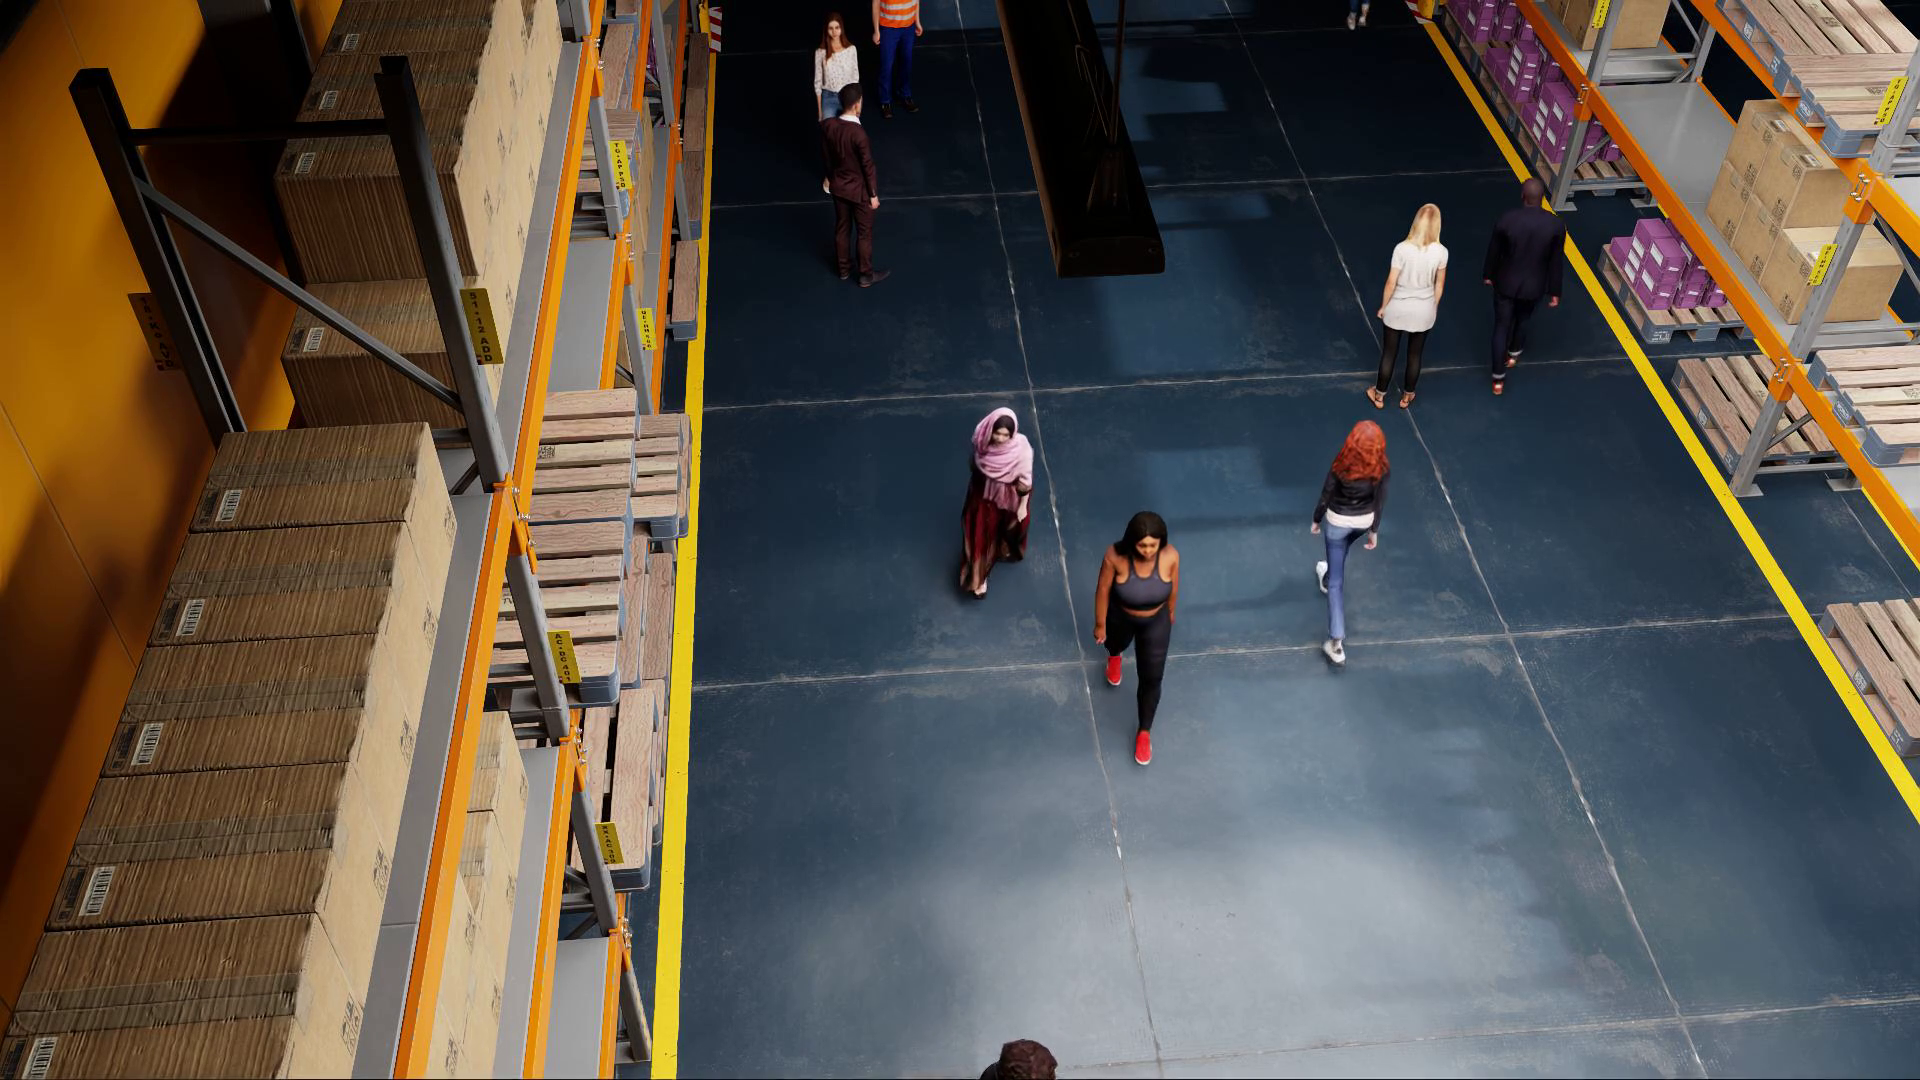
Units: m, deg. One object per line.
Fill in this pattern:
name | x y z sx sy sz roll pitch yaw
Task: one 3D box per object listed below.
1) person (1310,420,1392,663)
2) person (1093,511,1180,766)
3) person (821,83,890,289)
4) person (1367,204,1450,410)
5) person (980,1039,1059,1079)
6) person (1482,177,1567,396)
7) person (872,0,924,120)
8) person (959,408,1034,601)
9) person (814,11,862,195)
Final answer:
person | 2.582 0.015 11.038 0.613 1.735 1.248 -2 44 -2
person | 1.102 0.441 10.571 0.763 1.763 1.252 0 44 0
person | -0.911 -2.997 14.106 0.779 1.865 0.818 25 49 24
person | 3.479 -1.774 12.853 0.643 1.822 0.587 4 44 4
person | 0.307 2.841 8.058 0.856 1.754 1.013 10 45 10
person | 4.374 -1.925 13.043 0.937 1.779 1.036 11 45 11
person | -0.622 -5.061 16.261 0.773 1.880 0.751 -18 46 -18
person | 0.298 -0.391 11.554 0.929 1.612 1.136 18 46 18
person | -1.132 -4.038 15.297 0.606 1.728 0.551 -10 44 -10
